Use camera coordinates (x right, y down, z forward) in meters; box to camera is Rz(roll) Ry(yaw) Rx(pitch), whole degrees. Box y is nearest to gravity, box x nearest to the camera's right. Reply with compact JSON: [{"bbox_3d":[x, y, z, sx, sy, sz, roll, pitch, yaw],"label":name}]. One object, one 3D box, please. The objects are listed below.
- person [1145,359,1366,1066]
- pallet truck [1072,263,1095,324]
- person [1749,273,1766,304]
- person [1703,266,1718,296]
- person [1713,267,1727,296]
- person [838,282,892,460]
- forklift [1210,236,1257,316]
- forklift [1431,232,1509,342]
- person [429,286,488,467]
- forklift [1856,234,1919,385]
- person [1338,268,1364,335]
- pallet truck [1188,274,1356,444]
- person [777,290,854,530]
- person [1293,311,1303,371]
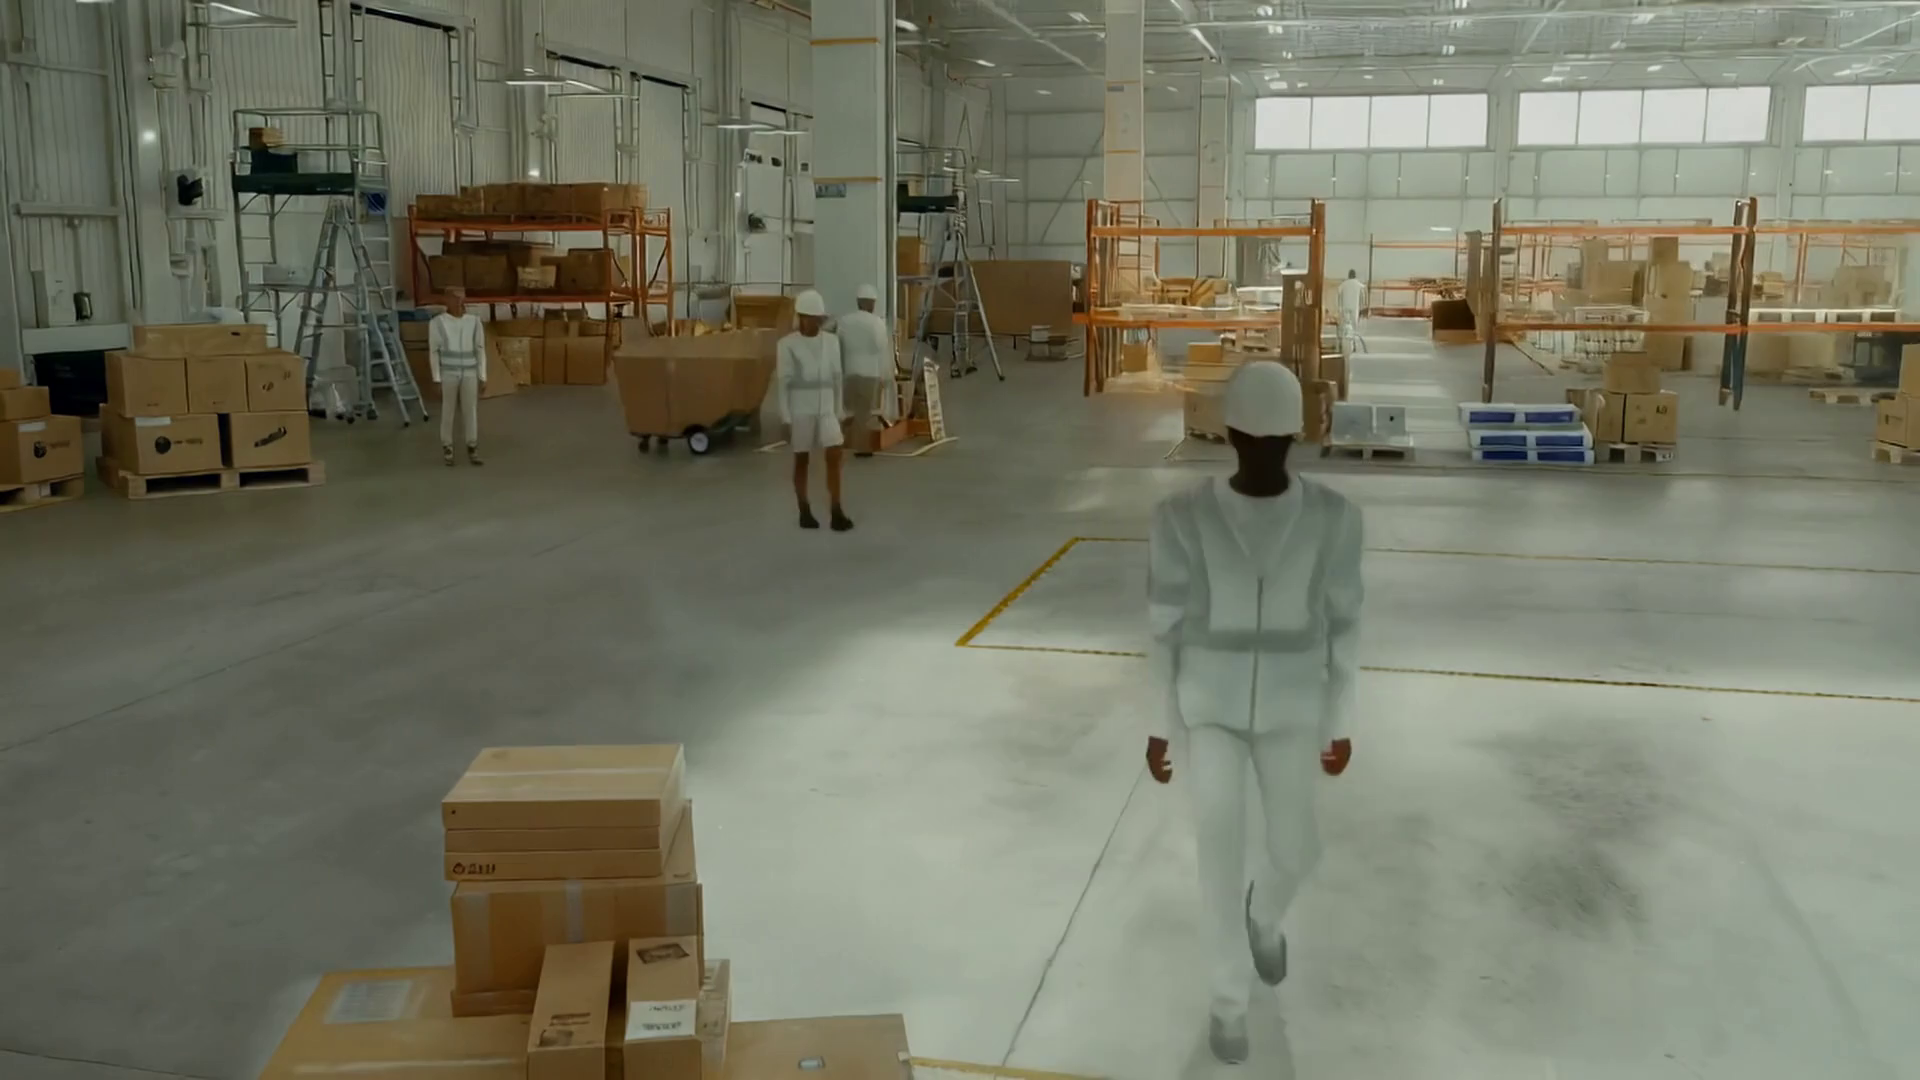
[{"bbox_3d":[0.806,0.449,4.616,0.595,1.913,0.543,1,10,4],"label":"person"},{"bbox_3d":[4.325,-8.180,55.162,0.823,1.965,1.885,6,11,31],"label":"pallet truck"},{"bbox_3d":[24.528,-7.359,51.206,0.540,1.697,0.317,0,10,1],"label":"person"},{"bbox_3d":[22.907,-7.408,50.842,0.374,1.932,0.624,4,11,24],"label":"person"},{"bbox_3d":[23.397,-7.503,51.553,0.891,1.879,0.515,-1,10,-8],"label":"person"},{"bbox_3d":[-1.009,-1.823,17.975,0.624,1.907,0.557,6,11,32],"label":"person"},{"bbox_3d":[8.697,-7.882,50.812,1.873,2.768,1.129,-2,10,-14],"label":"forklift"},{"bbox_3d":[13.182,-6.527,42.836,1.873,2.768,1.129,2,10,14],"label":"forklift"},{"bbox_3d":[-5.229,-1.703,17.362,0.579,1.882,0.342,-6,11,-31],"label":"person"},{"bbox_3d":[16.302,-4.033,28.148,1.873,2.768,1.129,2,10,14],"label":"forklift"},{"bbox_3d":[9.766,-5.824,41.509,0.638,1.920,0.454,2,10,13],"label":"person"},{"bbox_3d":[3.653,-2.138,19.590,1.885,1.965,0.823,-4,10,-20],"label":"pallet truck"},{"bbox_3d":[-1.130,-0.999,13.124,0.583,1.912,0.780,-5,11,-29],"label":"person"},{"bbox_3d":[6.624,-4.103,31.935,0.323,1.736,0.488,5,11,29],"label":"person"}]
